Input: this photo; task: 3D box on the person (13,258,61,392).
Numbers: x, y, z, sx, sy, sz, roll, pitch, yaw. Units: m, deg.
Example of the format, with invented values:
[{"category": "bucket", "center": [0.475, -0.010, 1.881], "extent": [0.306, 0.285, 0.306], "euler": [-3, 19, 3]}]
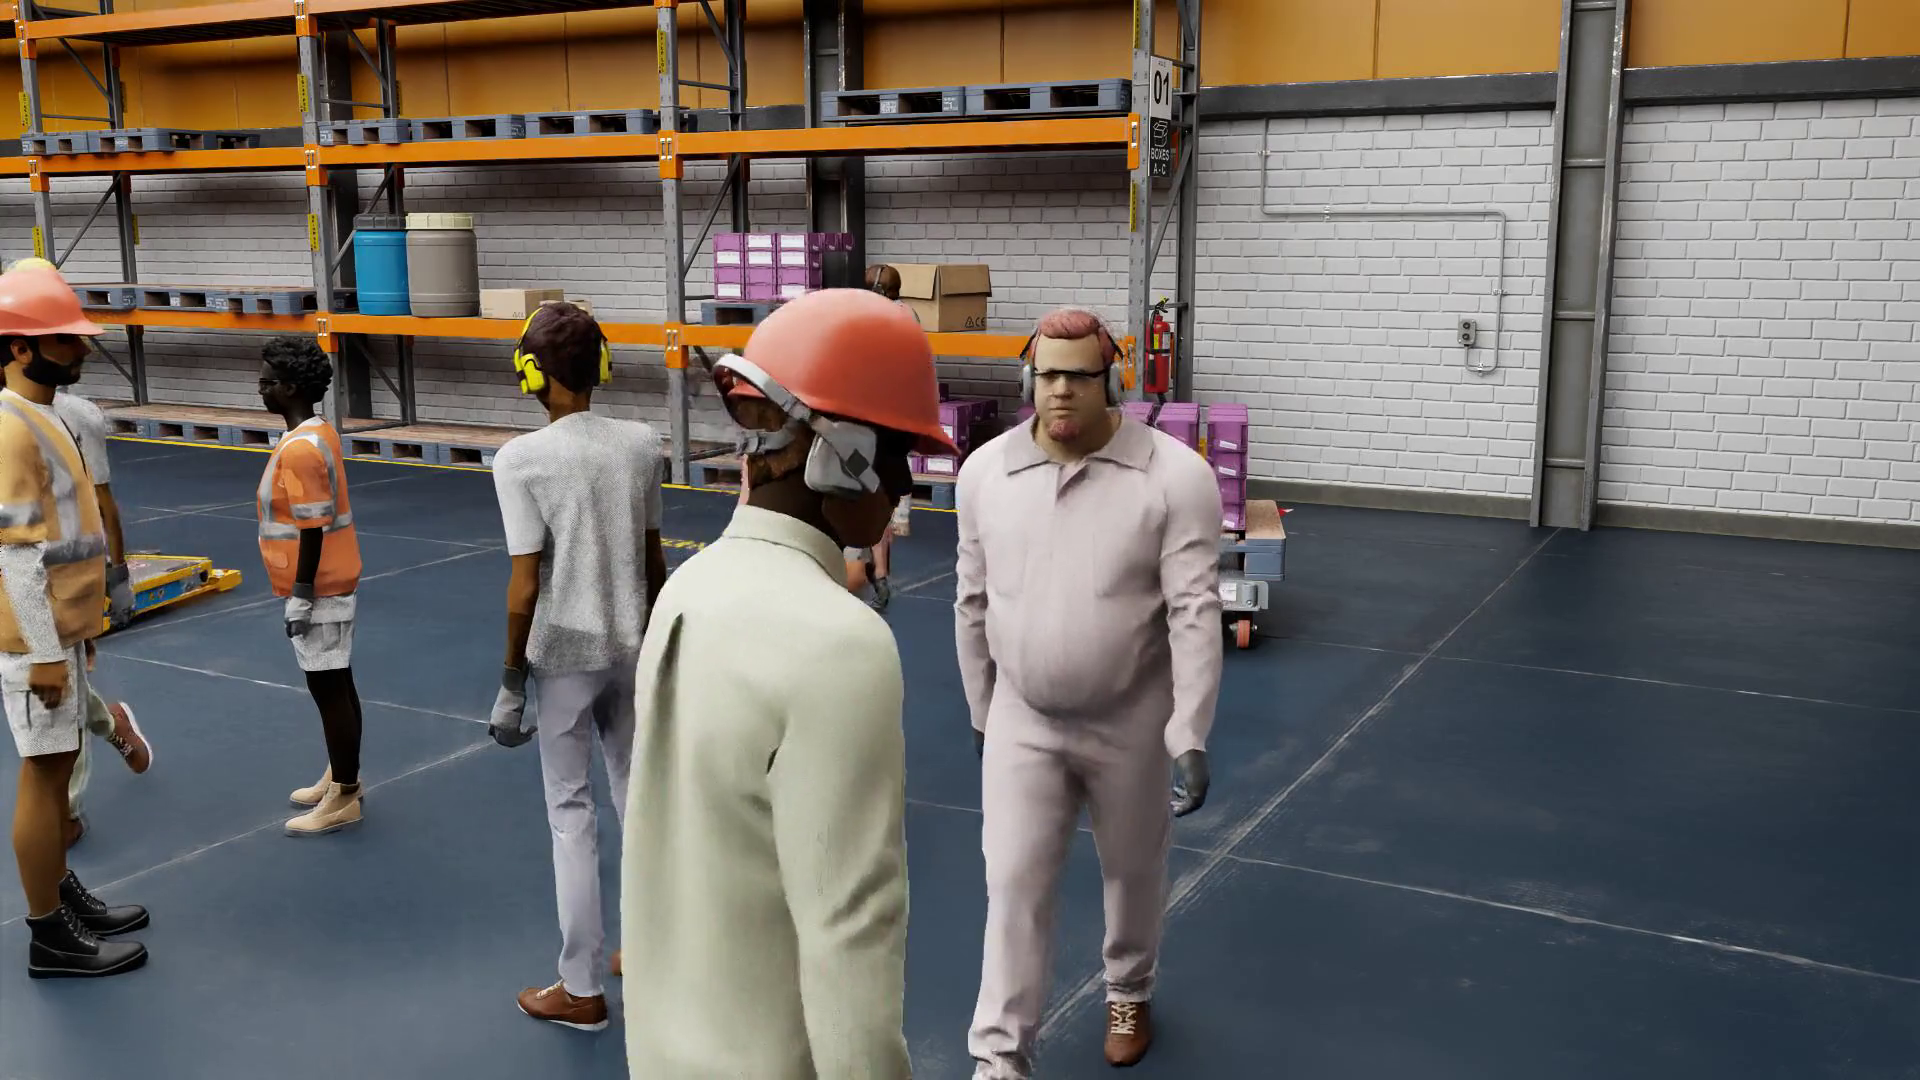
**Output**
[{"category": "person", "center": [-5.278, -0.661, 9.579], "extent": [0.593, 1.897, 0.728], "euler": [-4, 11, -20]}]

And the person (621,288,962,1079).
[{"category": "person", "center": [-0.254, 0.673, 2.097], "extent": [0.618, 1.962, 0.676], "euler": [-5, 12, -27]}]

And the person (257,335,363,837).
[{"category": "person", "center": [-2.208, 0.154, 5.670], "extent": [0.320, 1.698, 0.531], "euler": [-3, 11, -15]}]

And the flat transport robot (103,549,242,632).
[{"category": "flat transport robot", "center": [-4.575, 0.274, 8.924], "extent": [0.652, 0.197, 1.431], "euler": [2, 10, 10]}]

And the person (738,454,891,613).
[{"category": "person", "center": [-0.560, 0.136, 5.961], "extent": [0.546, 1.612, 0.649], "euler": [-5, 12, -27]}]

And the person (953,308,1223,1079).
[{"category": "person", "center": [0.263, 0.418, 3.783], "extent": [0.664, 1.860, 0.998], "euler": [3, 11, 16]}]

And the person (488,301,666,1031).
[{"category": "person", "center": [-0.970, 0.327, 4.267], "extent": [0.327, 1.865, 0.519], "euler": [9, 14, 41]}]

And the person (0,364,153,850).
[{"category": "person", "center": [-3.082, 0.098, 5.661], "extent": [0.551, 1.824, 0.829], "euler": [0, 10, -3]}]

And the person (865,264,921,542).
[{"category": "person", "center": [-0.513, -0.908, 11.094], "extent": [0.429, 1.845, 0.627], "euler": [5, 11, 25]}]

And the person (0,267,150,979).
[{"category": "person", "center": [-2.491, 0.230, 4.590], "extent": [0.365, 1.939, 0.542], "euler": [-4, 11, -21]}]
